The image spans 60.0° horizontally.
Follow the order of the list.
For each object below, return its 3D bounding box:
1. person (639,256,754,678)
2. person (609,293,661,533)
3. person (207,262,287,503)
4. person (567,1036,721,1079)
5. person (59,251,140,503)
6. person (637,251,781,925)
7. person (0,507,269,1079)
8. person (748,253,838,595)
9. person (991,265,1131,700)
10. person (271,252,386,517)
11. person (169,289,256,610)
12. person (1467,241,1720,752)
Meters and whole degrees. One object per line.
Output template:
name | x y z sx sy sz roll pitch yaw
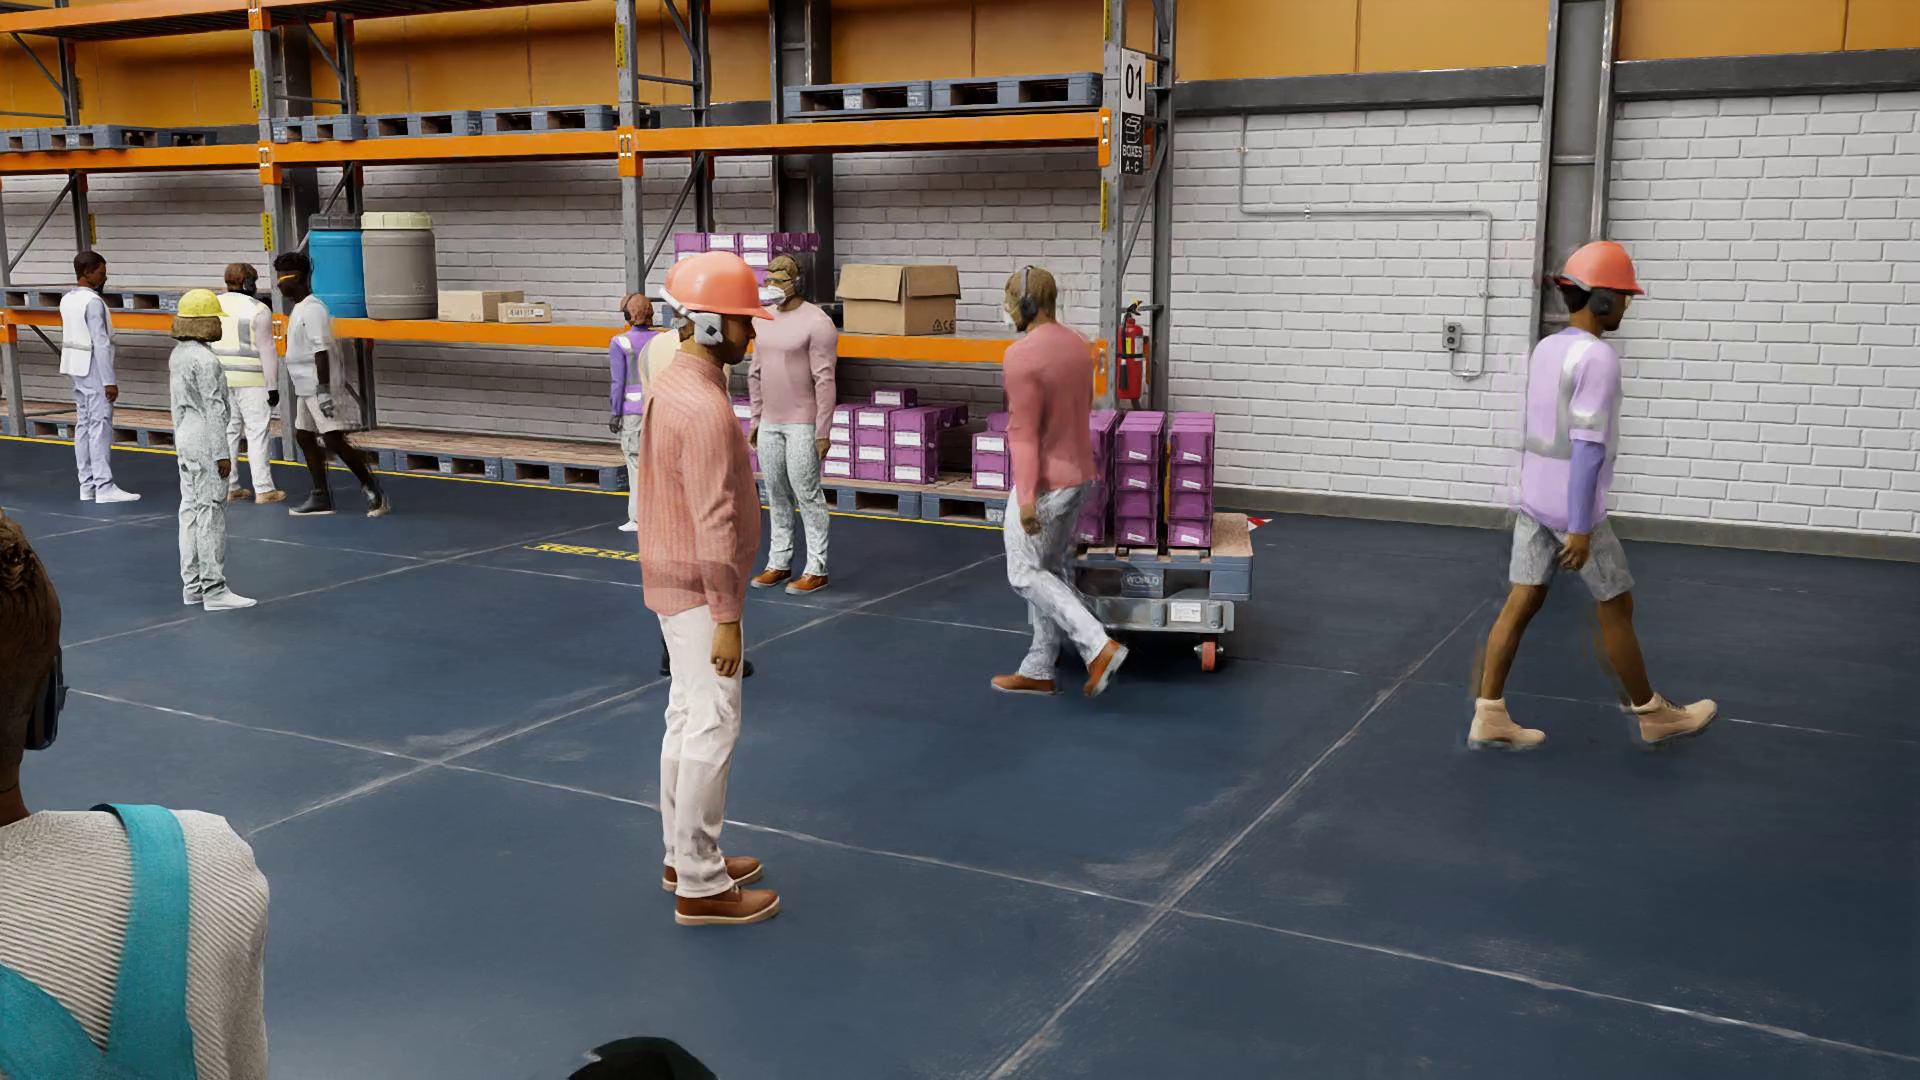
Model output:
person | -1.207 -0.317 7.594 0.548 1.936 0.378 9 14 40
person | -2.180 -0.865 11.416 0.310 1.638 0.523 9 14 42
person | -5.455 -1.194 12.707 0.621 1.835 0.431 3 11 18
person | -0.055 0.921 0.889 0.604 1.914 0.416 9 14 41
person | -6.639 -1.239 12.719 0.587 1.914 0.390 9 14 40
person | -0.736 0.152 4.912 0.406 1.981 0.625 -4 11 -21
person | -0.769 0.861 1.388 0.350 1.846 0.506 4 11 21
person | -0.956 -0.654 9.472 0.633 1.932 0.367 9 14 41
person | 0.450 -0.220 7.170 0.635 1.911 0.646 7 12 32
person | -4.573 -1.123 12.081 0.670 1.925 0.651 -6 12 -31
person | -4.112 -0.494 9.094 0.492 1.742 0.323 10 14 43
person | 2.479 -0.143 6.473 1.020 1.991 0.642 -1 10 -6
